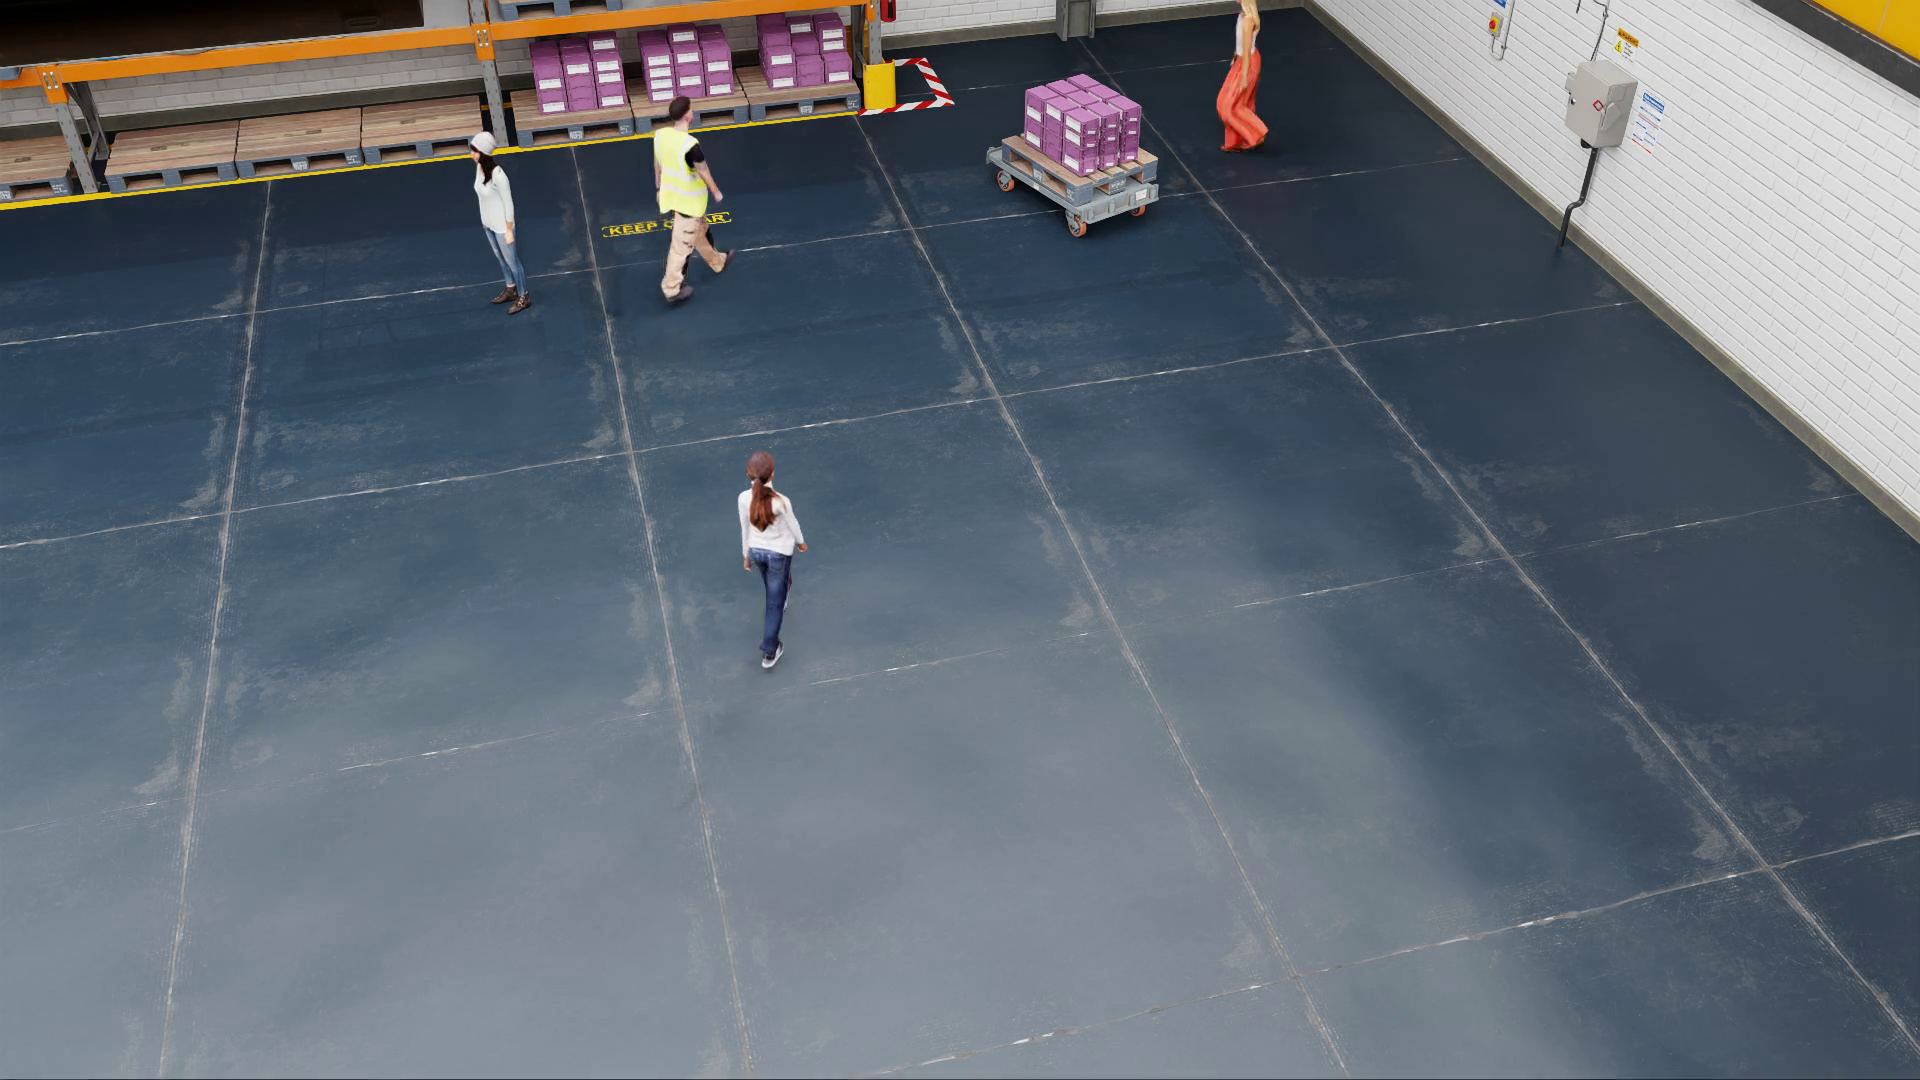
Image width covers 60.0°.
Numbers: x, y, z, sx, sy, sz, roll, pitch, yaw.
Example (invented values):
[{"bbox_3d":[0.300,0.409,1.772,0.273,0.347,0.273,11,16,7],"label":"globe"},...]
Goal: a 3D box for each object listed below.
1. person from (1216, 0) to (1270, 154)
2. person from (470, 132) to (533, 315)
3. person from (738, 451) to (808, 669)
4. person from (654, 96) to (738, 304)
[{"bbox_3d":[2.946,-4.687,16.632,0.926,1.785,0.848,8,39,10],"label":"person"},{"bbox_3d":[-3.968,-2.730,14.295,0.634,1.644,0.642,-30,48,-32],"label":"person"},{"bbox_3d":[-1.255,0.158,10.783,1.022,1.512,0.947,11,40,14],"label":"person"},{"bbox_3d":[-2.417,-2.886,14.372,1.078,1.790,1.284,31,48,33],"label":"person"}]
